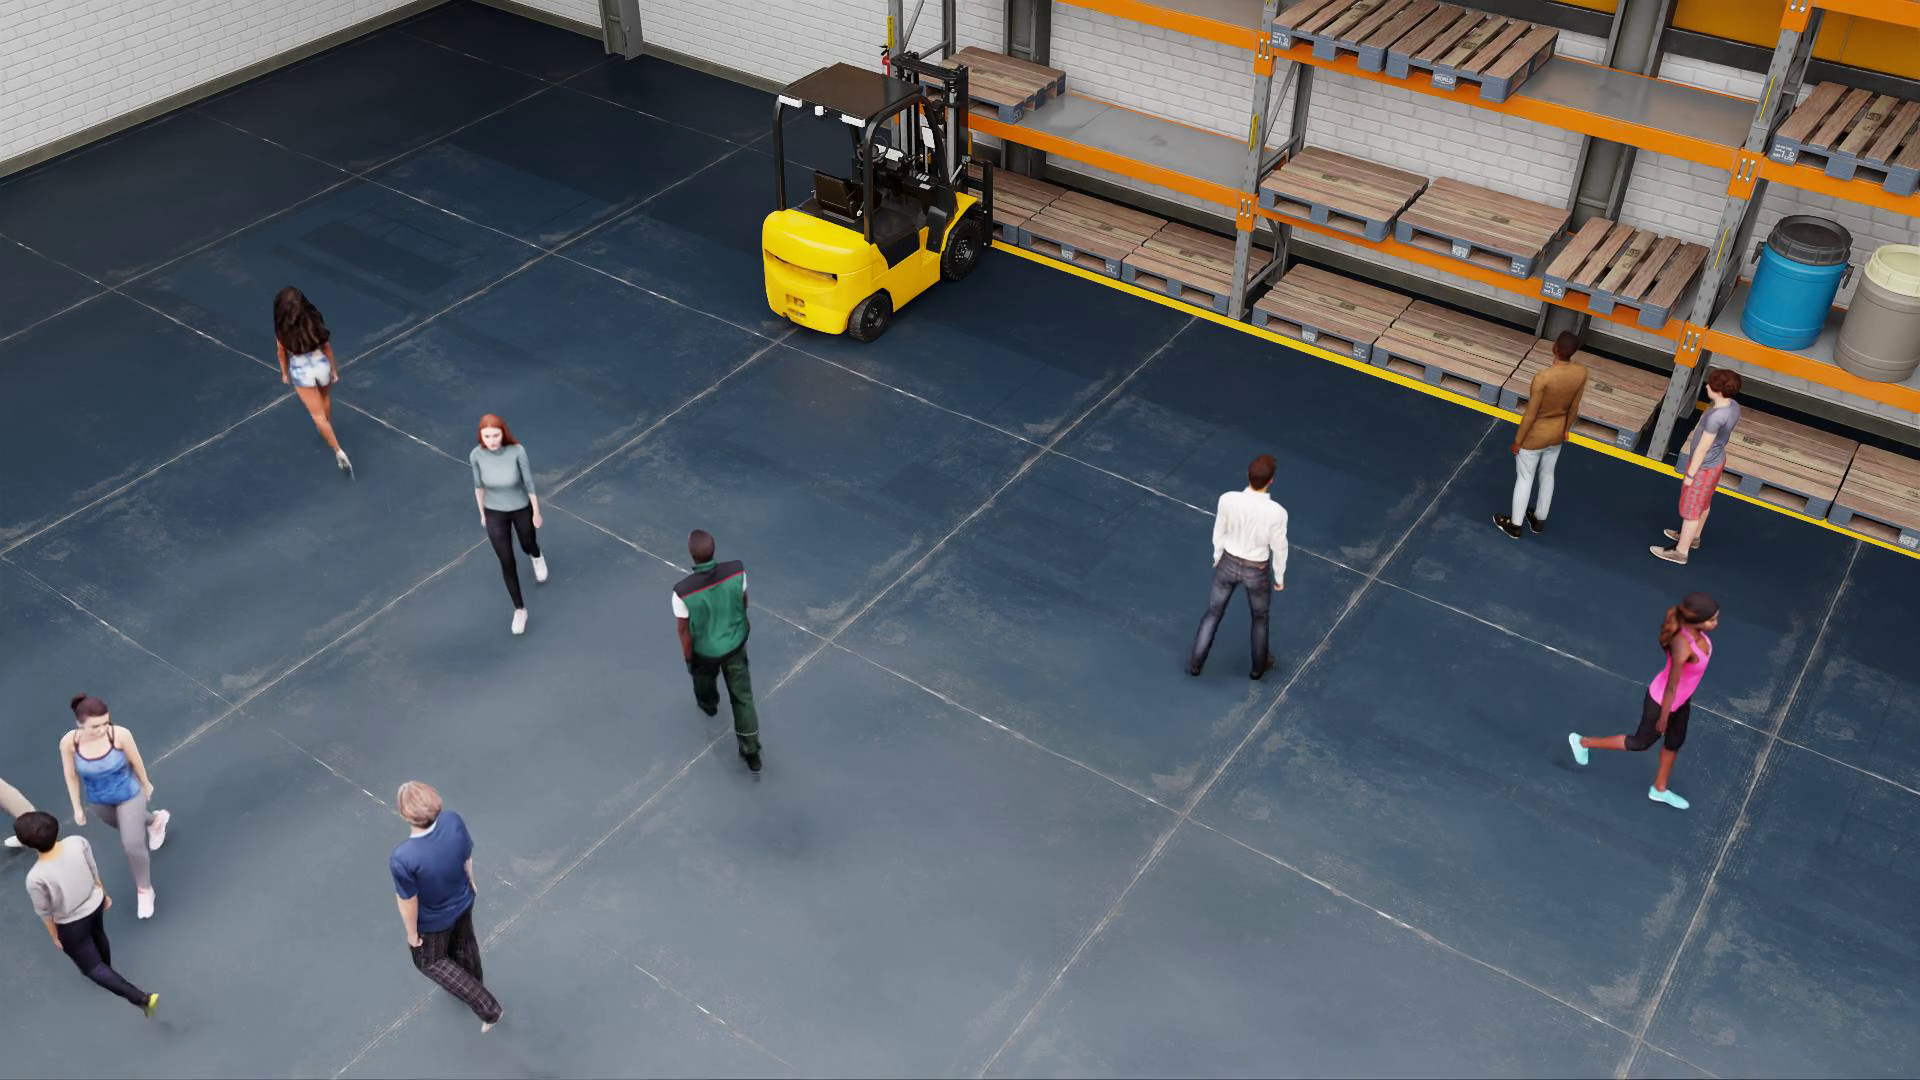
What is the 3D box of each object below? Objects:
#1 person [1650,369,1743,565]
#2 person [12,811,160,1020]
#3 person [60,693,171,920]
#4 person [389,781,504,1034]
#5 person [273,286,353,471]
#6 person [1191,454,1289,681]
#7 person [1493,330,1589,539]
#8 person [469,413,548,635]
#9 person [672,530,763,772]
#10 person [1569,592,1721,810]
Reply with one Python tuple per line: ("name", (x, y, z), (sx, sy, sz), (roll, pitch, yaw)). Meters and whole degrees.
("person", (5.678, -0.565, 12.654), (0.538, 1.645, 0.581), (27, 46, 30))
("person", (-4.916, 2.128, 9.374), (1.039, 1.529, 0.708), (14, 41, 17))
("person", (-5.119, 1.507, 10.120), (1.022, 1.569, 1.043), (-1, 39, -2))
("person", (-2.800, 2.068, 9.186), (0.824, 1.857, 0.679), (22, 43, 25))
("person", (-5.280, -1.287, 13.603), (0.705, 1.589, 1.079), (-30, 47, -32))
("person", (1.994, 0.212, 11.504), (0.678, 1.865, 0.849), (14, 41, 16))
("person", (4.499, -0.813, 12.827), (0.712, 1.815, 0.742), (-11, 40, -13))
("person", (-3.272, -0.216, 12.157), (1.051, 1.719, 1.075), (-4, 39, -5))
("person", (-1.538, 0.735, 10.907), (1.095, 1.793, 1.299), (-15, 41, -18))
("person", (4.447, 0.991, 10.662), (1.046, 1.699, 0.570), (24, 45, 27))
